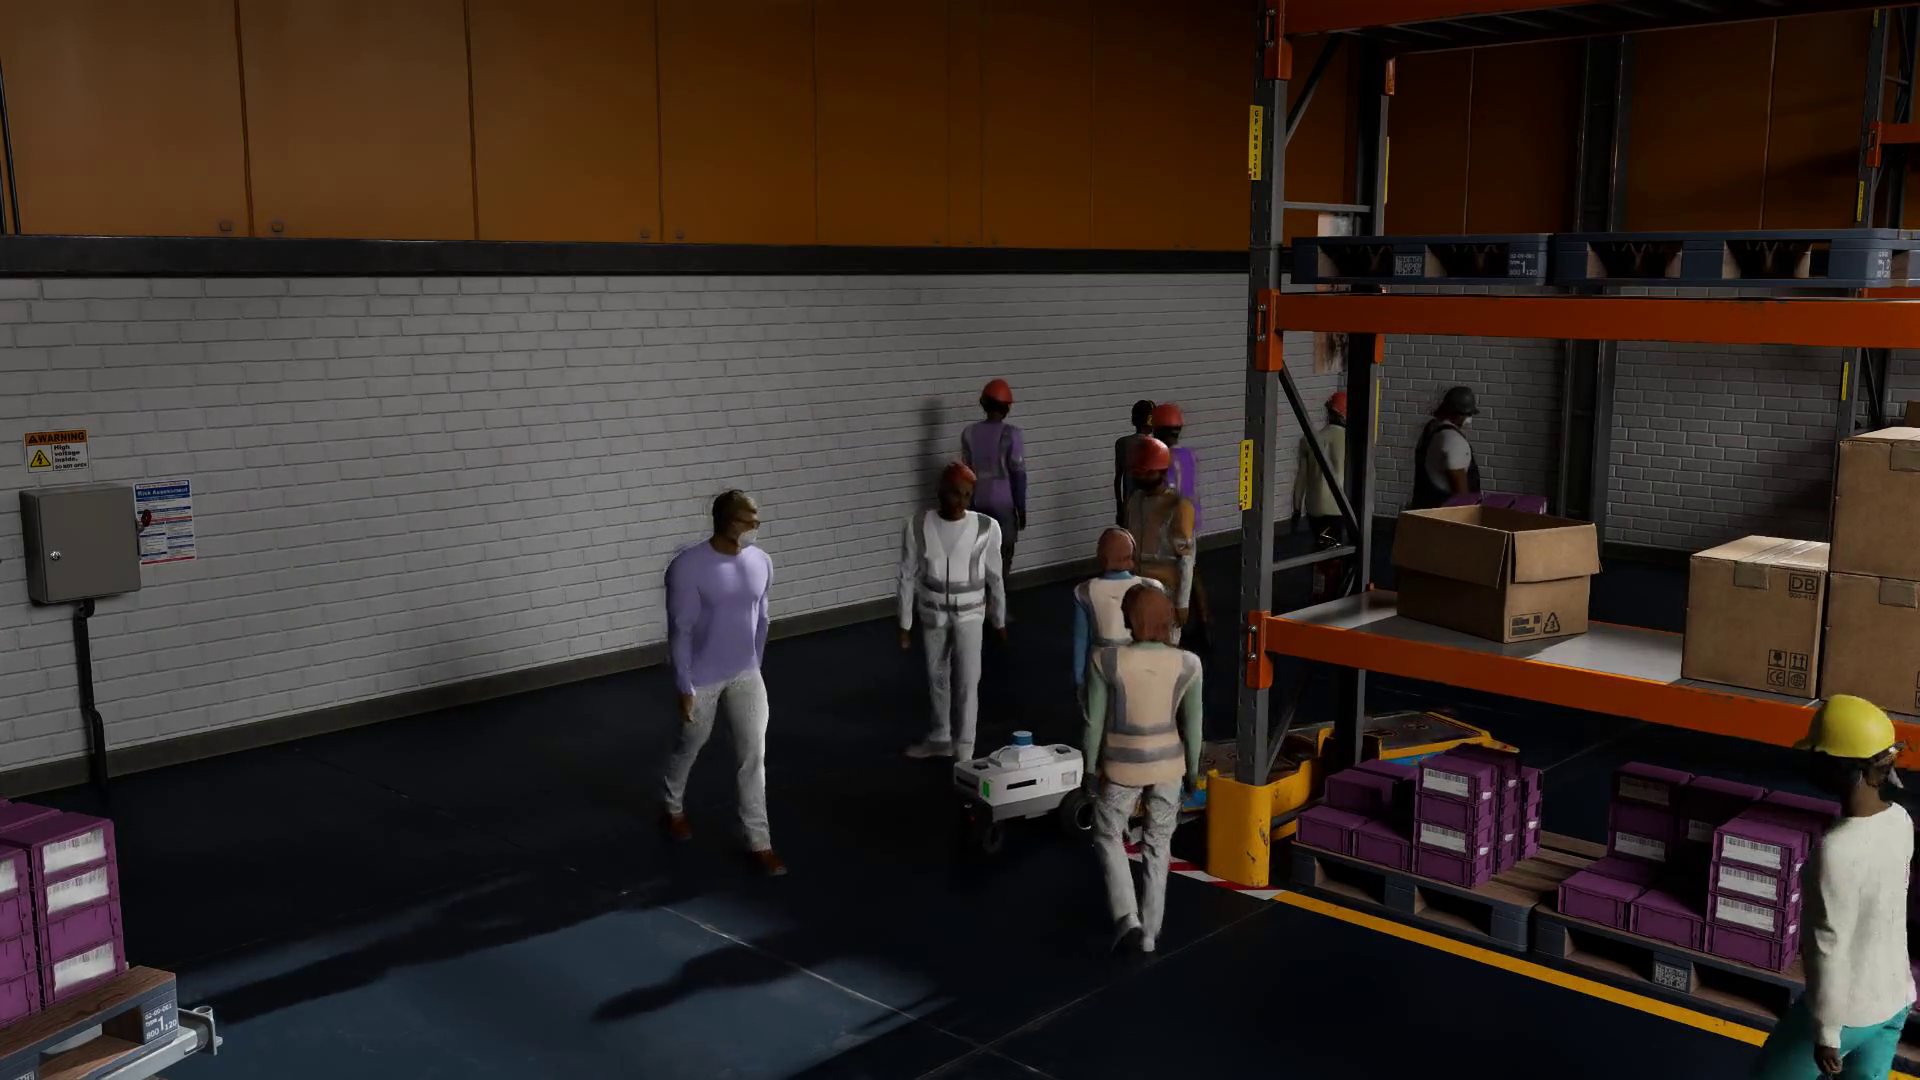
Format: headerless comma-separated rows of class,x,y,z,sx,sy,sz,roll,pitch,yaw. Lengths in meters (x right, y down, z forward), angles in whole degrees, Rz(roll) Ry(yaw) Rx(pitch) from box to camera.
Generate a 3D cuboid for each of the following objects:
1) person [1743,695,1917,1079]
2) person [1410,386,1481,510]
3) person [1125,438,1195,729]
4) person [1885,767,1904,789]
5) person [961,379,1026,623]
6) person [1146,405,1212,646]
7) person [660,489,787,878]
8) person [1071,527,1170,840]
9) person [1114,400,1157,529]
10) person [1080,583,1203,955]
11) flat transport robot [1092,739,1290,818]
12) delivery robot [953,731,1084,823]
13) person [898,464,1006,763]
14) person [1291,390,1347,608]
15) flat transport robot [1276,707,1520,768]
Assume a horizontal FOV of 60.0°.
person,2.520,1.308,4.770,0.534,1.753,0.399,-7,11,-36
person,4.189,-0.371,14.188,0.988,2.000,0.730,0,9,-2
person,1.192,0.320,10.332,0.453,1.920,0.577,-7,11,-35
person,5.489,0.662,9.180,0.806,1.610,0.513,6,11,34
person,0.294,-0.330,13.966,0.612,2.053,0.407,6,11,34
person,1.592,-0.113,13.090,0.969,1.886,0.556,6,11,31
person,-1.230,0.668,8.332,0.655,1.891,1.041,-7,11,-35
person,0.836,0.731,8.739,0.518,1.607,0.787,4,10,21
person,1.524,-0.241,13.945,0.520,1.861,0.328,8,12,40
person,0.774,0.993,7.062,0.534,1.627,0.396,-1,9,-7
flat transport robot,1.238,1.324,9.203,1.431,0.197,0.652,-3,10,-18
delivery robot,0.322,1.232,8.612,0.707,0.478,0.477,-6,11,-32
person,-0.065,0.464,9.709,0.623,1.842,0.683,2,9,11
person,3.047,-0.266,13.841,0.681,1.957,0.854,7,12,37
flat transport robot,2.535,1.221,9.836,1.431,0.197,0.652,-4,10,-25
